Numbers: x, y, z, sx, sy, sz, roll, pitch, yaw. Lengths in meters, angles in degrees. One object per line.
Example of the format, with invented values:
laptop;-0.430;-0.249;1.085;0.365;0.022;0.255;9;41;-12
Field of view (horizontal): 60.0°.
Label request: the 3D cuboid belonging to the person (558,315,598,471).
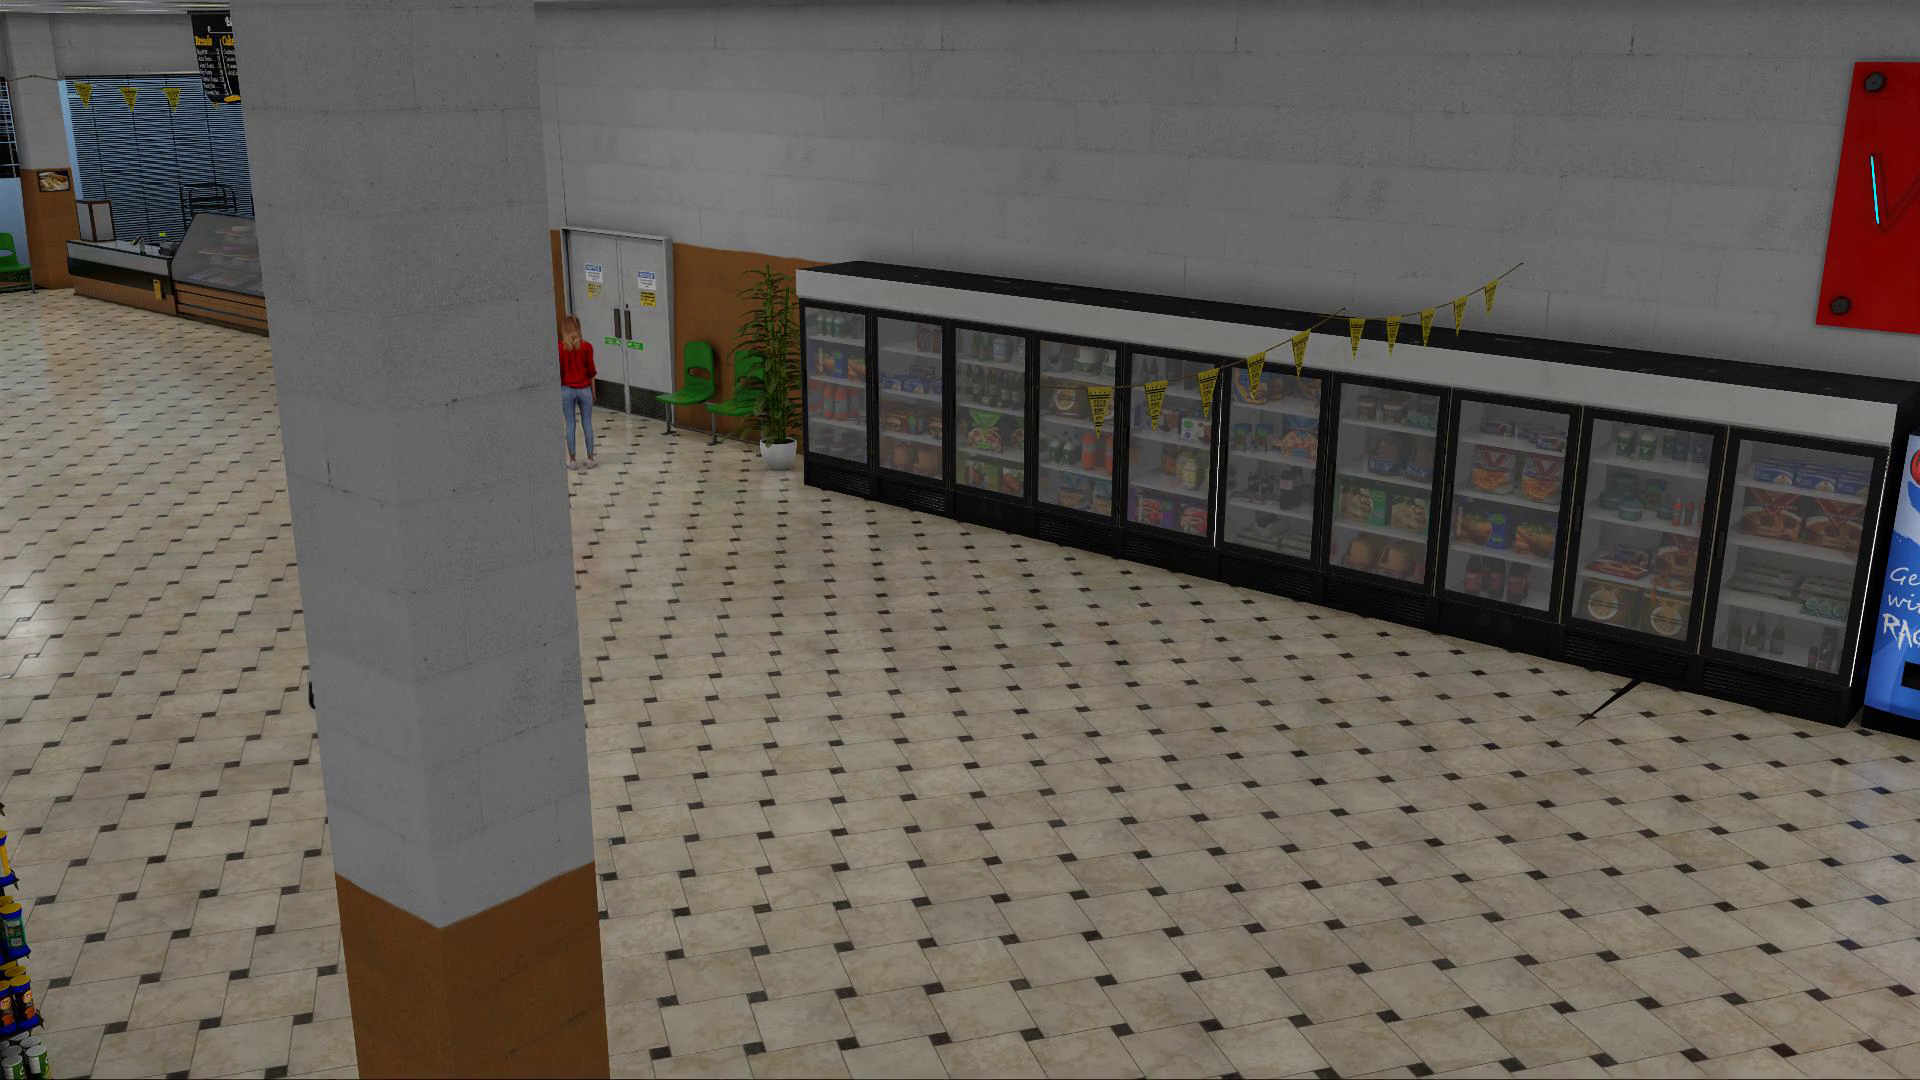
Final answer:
person;-4.218;-1.622;18.270;0.636;1.705;0.747;-5;18;-16
